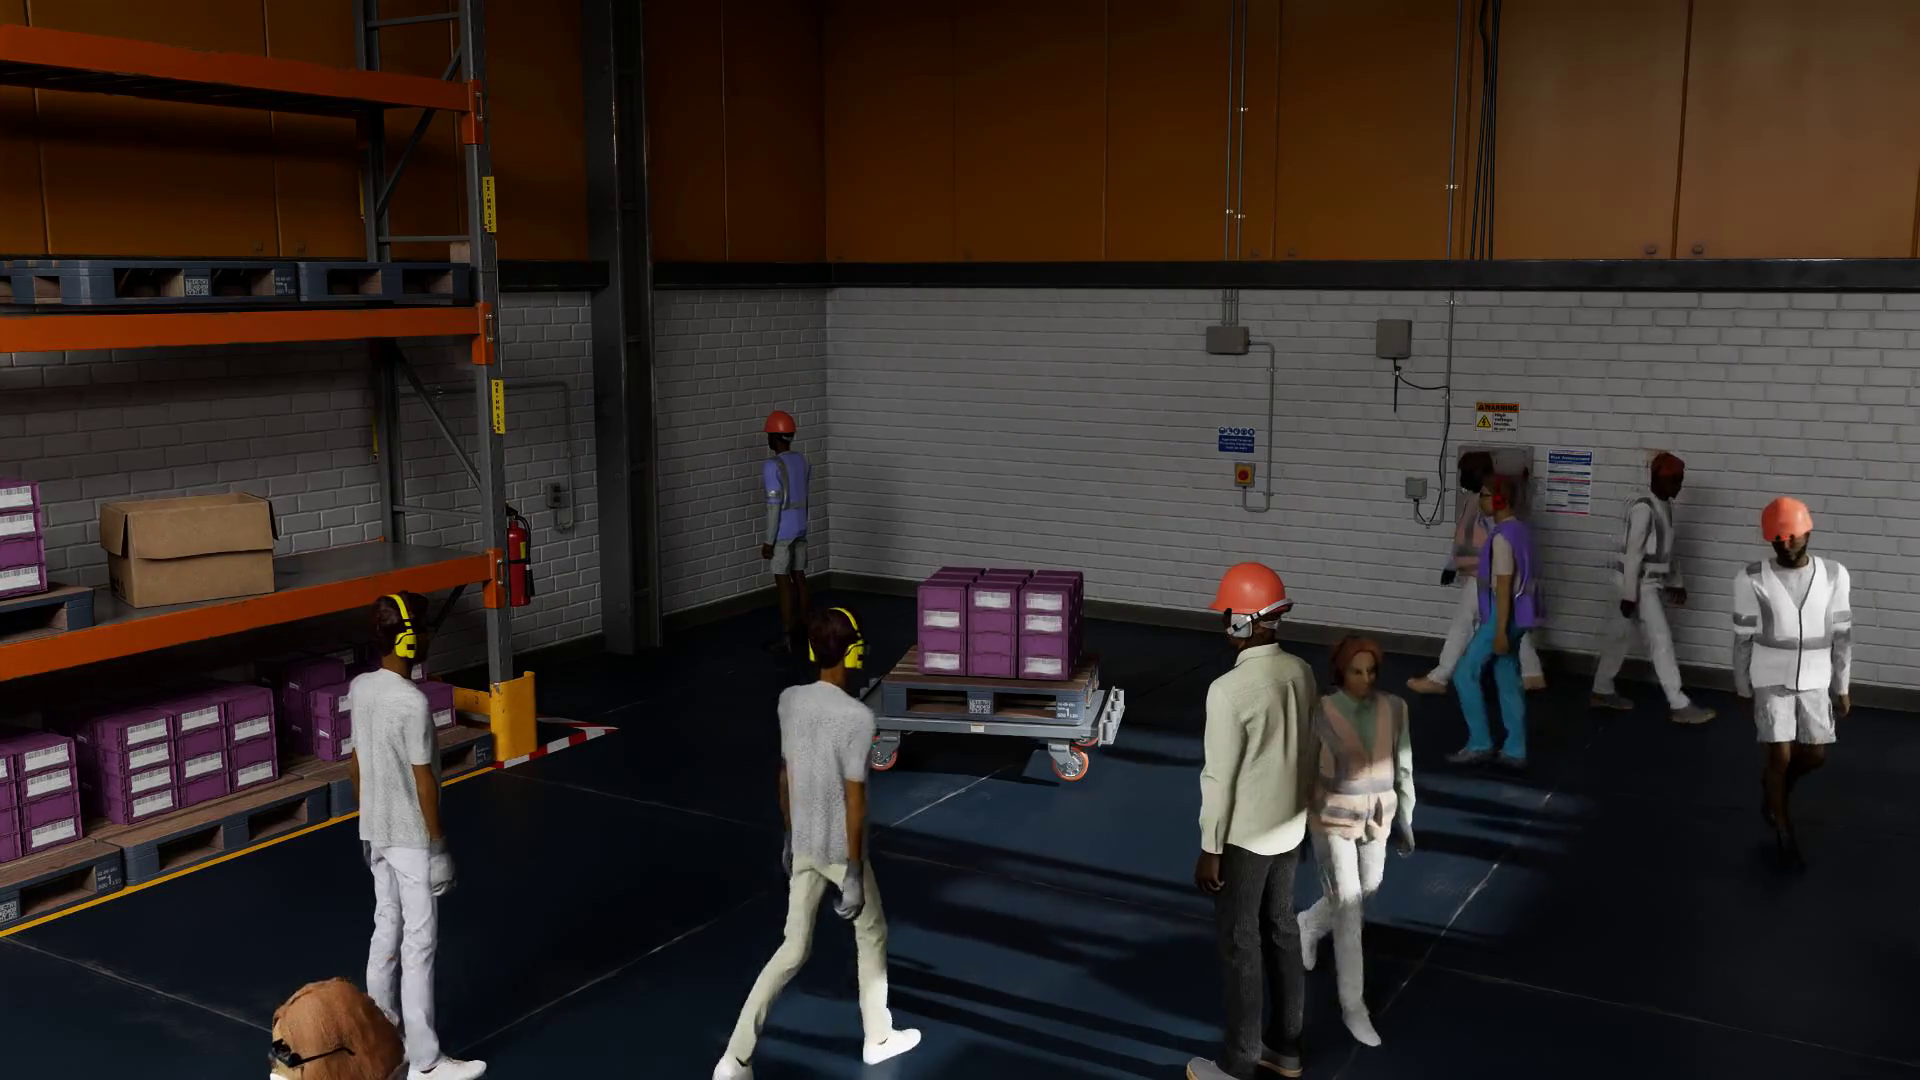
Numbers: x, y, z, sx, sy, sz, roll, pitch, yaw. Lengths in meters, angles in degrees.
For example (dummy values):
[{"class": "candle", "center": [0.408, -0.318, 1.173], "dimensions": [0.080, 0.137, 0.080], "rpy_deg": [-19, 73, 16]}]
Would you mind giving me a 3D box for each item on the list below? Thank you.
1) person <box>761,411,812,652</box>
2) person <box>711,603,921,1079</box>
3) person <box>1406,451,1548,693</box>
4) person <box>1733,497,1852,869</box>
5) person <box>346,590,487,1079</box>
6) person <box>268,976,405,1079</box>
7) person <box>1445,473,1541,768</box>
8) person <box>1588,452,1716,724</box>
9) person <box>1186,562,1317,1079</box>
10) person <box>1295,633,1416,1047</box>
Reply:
[{"class": "person", "center": [-1.418, -0.069, 13.370], "dimensions": [0.370, 1.939, 0.543], "rpy_deg": [5, 10, 29]}, {"class": "person", "center": [-0.544, 1.151, 6.134], "dimensions": [0.519, 1.831, 0.930], "rpy_deg": [7, 12, 38]}, {"class": "person", "center": [3.781, 0.248, 11.927], "dimensions": [0.997, 1.788, 0.635], "rpy_deg": [2, 9, 11]}, {"class": "person", "center": [4.284, 0.706, 8.623], "dimensions": [0.582, 1.911, 0.631], "rpy_deg": [2, 9, 12]}, {"class": "person", "center": [-2.061, 1.113, 6.200], "dimensions": [0.520, 1.874, 0.332], "rpy_deg": [8, 12, 40]}, {"class": "person", "center": [-1.326, 1.690, 3.441], "dimensions": [0.829, 1.588, 0.530], "rpy_deg": [-7, 12, -39]}, {"class": "person", "center": [3.232, 0.498, 10.179], "dimensions": [0.617, 1.820, 0.609], "rpy_deg": [5, 10, 28]}, {"class": "person", "center": [4.711, 0.321, 11.235], "dimensions": [0.920, 1.832, 0.558], "rpy_deg": [6, 11, 31]}, {"class": "person", "center": [1.076, 1.066, 6.162], "dimensions": [0.404, 1.987, 0.608], "rpy_deg": [8, 12, 41]}, {"class": "person", "center": [1.563, 1.150, 6.810], "dimensions": [0.510, 1.609, 0.776], "rpy_deg": [-3, 10, -20]}]
